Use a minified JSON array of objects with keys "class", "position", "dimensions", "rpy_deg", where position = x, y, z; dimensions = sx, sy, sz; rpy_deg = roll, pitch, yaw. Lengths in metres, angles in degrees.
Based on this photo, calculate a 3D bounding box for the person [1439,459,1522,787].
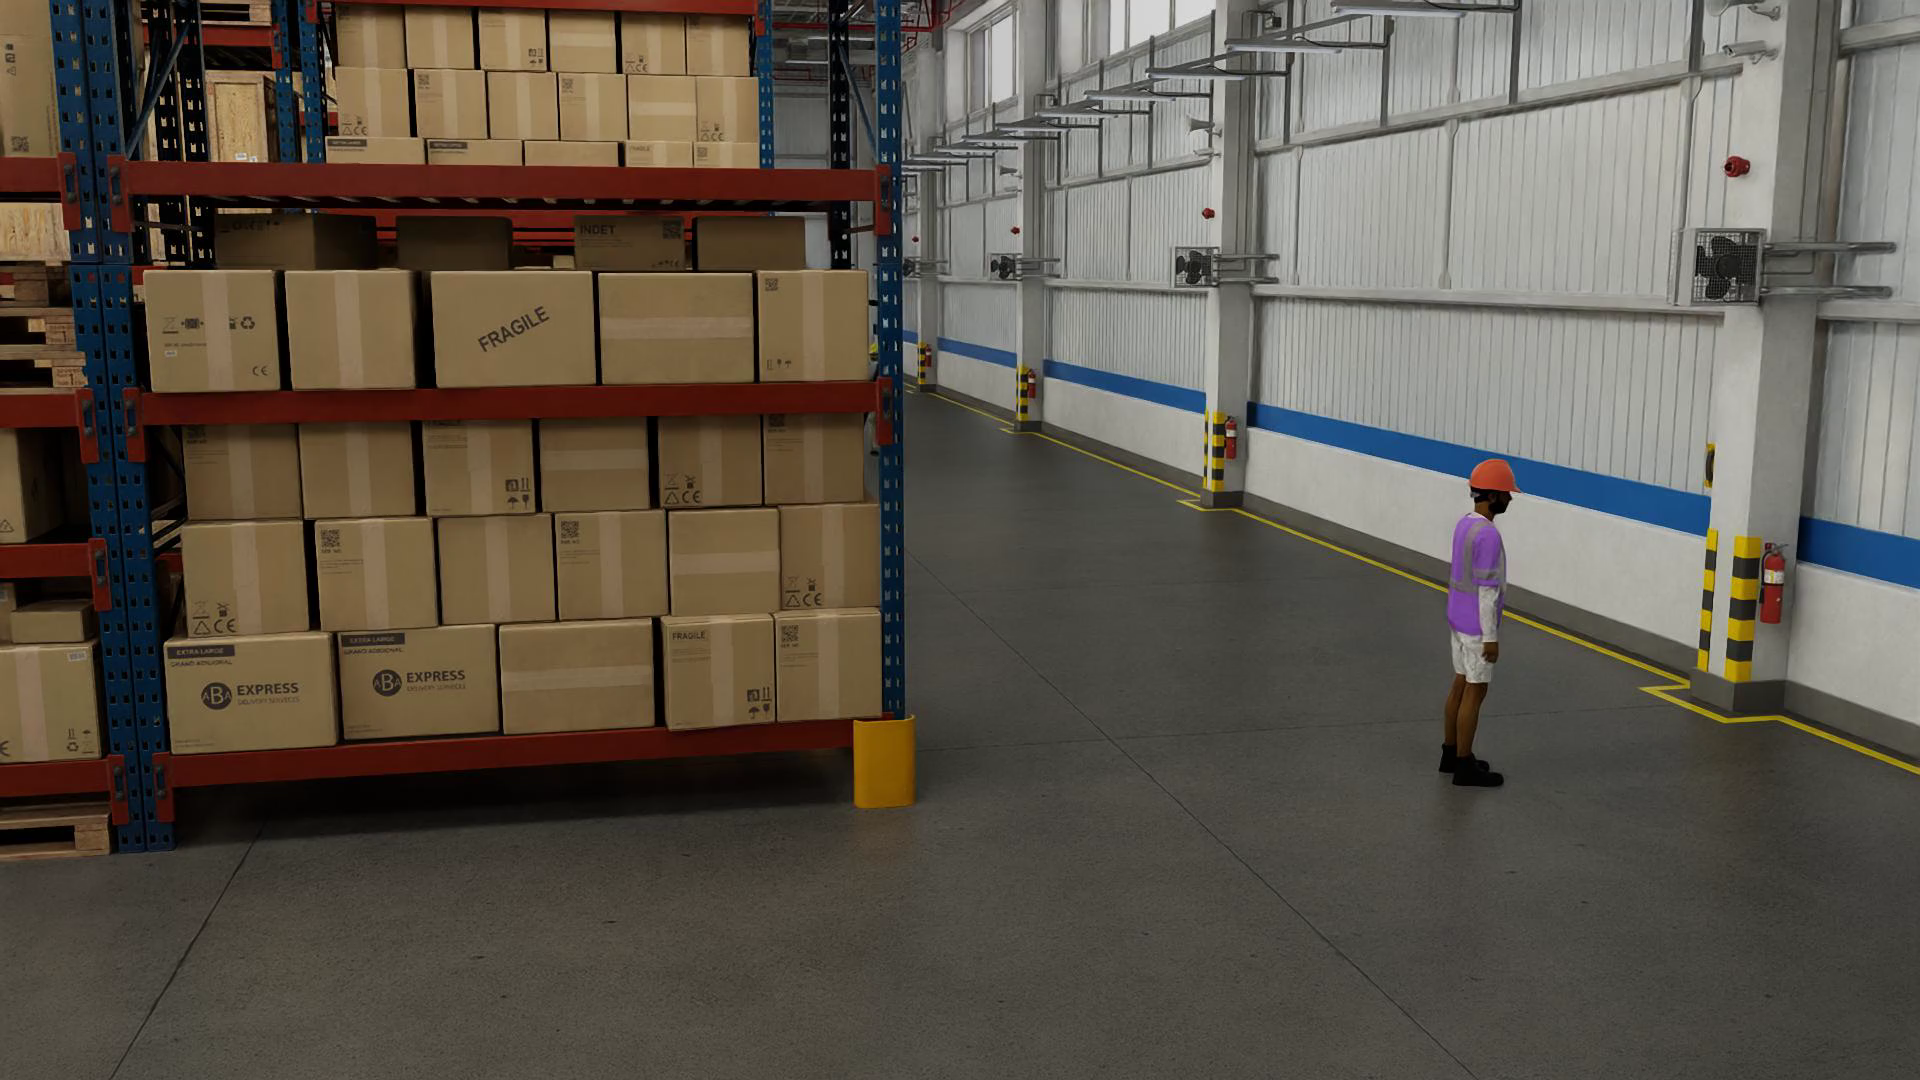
[{"class":"person","position":[3.061,0.484,9.764],"dimensions":[0.386,1.930,0.540],"rpy_deg":[1,9,4]}]

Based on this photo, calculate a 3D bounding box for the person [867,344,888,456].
[{"class":"person","position":[-1.366,-2.241,26.728],"dimensions":[0.587,1.809,0.434],"rpy_deg":[-3,10,-19]}]
